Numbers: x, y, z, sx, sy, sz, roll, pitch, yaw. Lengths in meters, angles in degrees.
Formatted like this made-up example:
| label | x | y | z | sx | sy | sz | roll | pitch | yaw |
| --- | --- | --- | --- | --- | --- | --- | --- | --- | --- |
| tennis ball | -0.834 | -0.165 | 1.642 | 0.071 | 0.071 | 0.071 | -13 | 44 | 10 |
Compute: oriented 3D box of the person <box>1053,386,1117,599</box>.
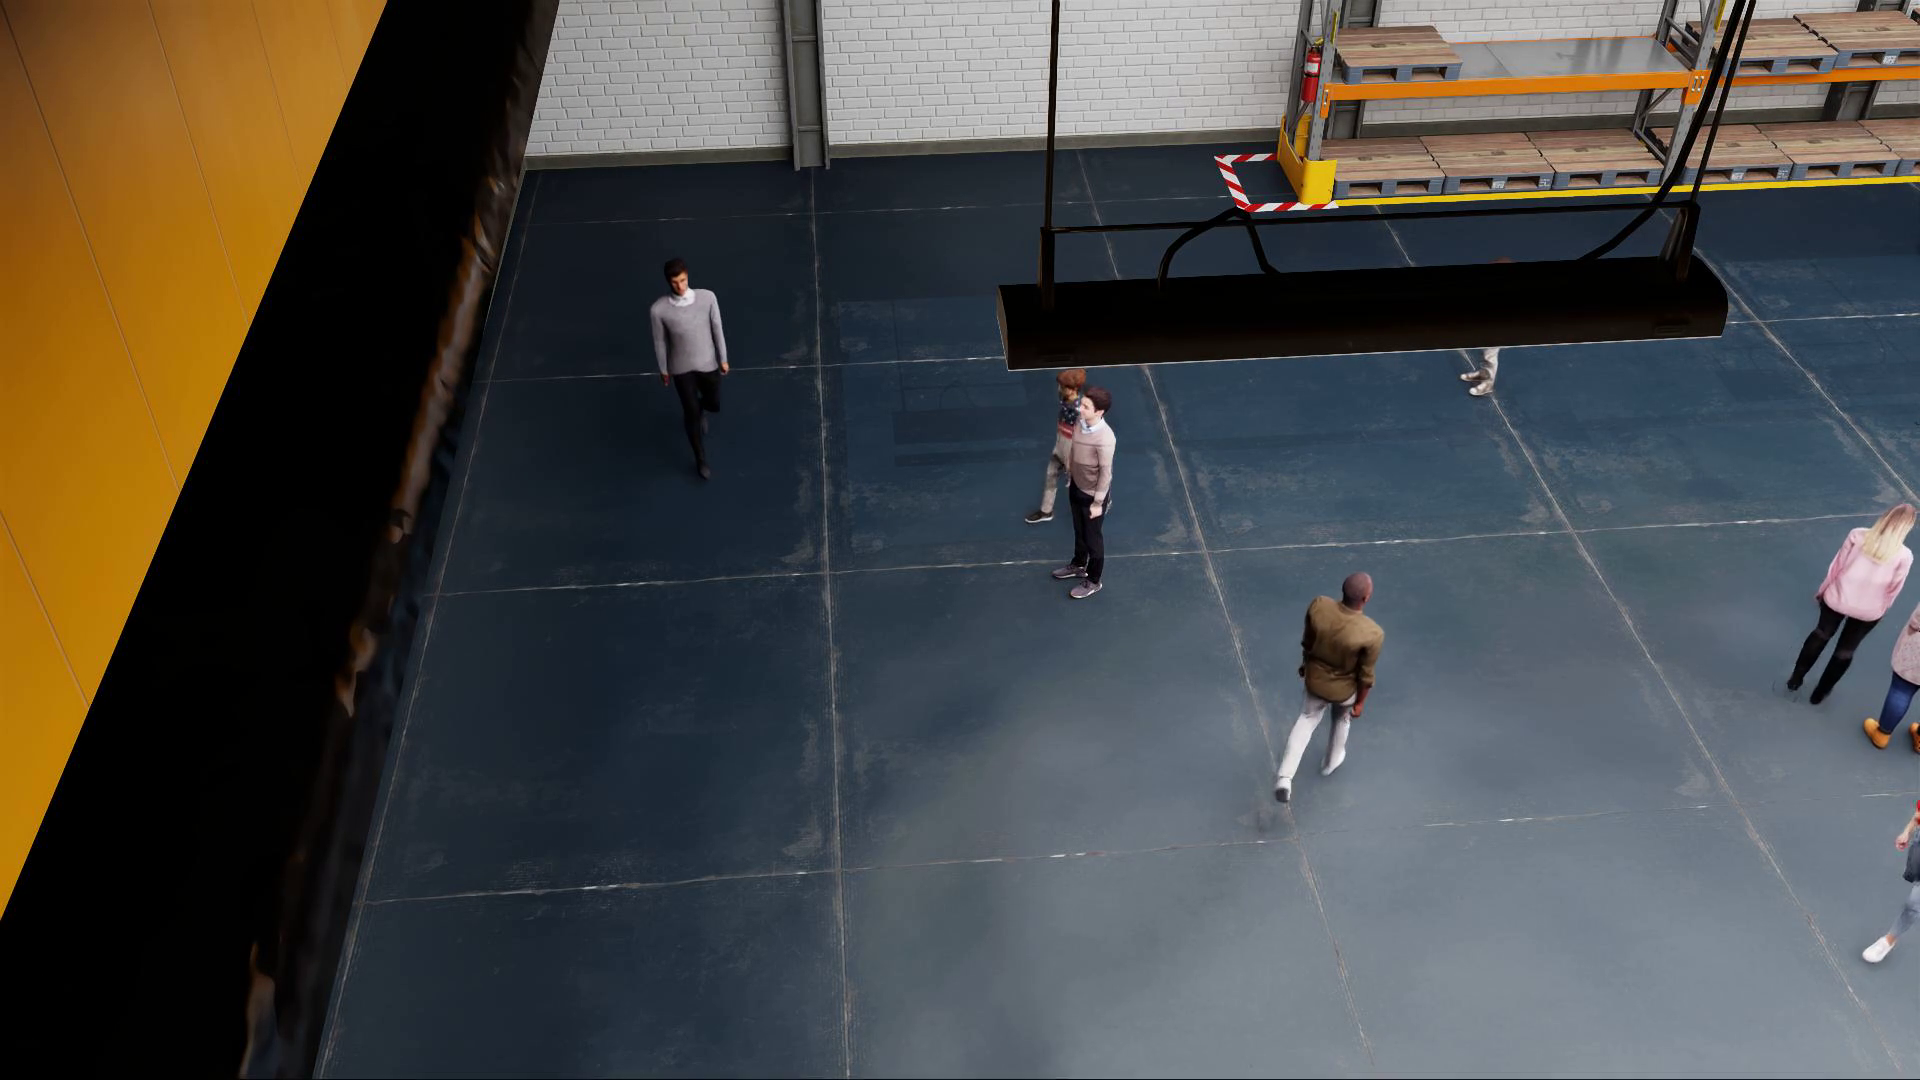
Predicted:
| label | x | y | z | sx | sy | sz | roll | pitch | yaw |
| --- | --- | --- | --- | --- | --- | --- | --- | --- | --- |
| person | 0.953 | -0.378 | 12.344 | 0.668 | 1.809 | 0.694 | -16 | 41 | -19 |

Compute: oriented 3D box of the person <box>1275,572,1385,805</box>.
| label | x | y | z | sx | sy | sz | roll | pitch | yaw |
| --- | --- | --- | --- | --- | --- | --- | --- | --- | --- |
| person | 2.347 | 0.967 | 10.676 | 1.108 | 1.791 | 1.133 | 24 | 45 | 27 |

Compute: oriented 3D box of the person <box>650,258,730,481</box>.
| label | x | y | z | sx | sy | sz | roll | pitch | yaw |
| --- | --- | --- | --- | --- | --- | --- | --- | --- | --- |
| person | -2.208 | -1.485 | 13.661 | 1.130 | 1.896 | 1.023 | -15 | 41 | -18 |

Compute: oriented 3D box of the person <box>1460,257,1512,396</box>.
| label | x | y | z | sx | sy | sz | roll | pitch | yaw |
| --- | --- | --- | --- | --- | --- | --- | --- | --- | --- |
| person | 4.690 | -1.904 | 14.660 | 0.465 | 1.305 | 0.475 | -3 | 39 | -4 |

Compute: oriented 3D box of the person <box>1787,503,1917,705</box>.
| label | x | y | z | sx | sy | sz | roll | pitch | yaw |
| --- | --- | --- | --- | --- | --- | --- | --- | --- | --- |
| person | 6.106 | 0.462 | 11.411 | 0.840 | 1.662 | 0.781 | -32 | 48 | -33 |

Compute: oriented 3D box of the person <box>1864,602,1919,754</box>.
| label | x | y | z | sx | sy | sz | roll | pitch | yaw |
| --- | --- | --- | --- | --- | --- | --- | --- | --- | --- |
| person | 6.516 | 0.710 | 11.037 | 0.641 | 1.741 | 0.803 | 5 | 39 | 6 |

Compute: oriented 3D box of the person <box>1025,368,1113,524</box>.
| label | x | y | z | sx | sy | sz | roll | pitch | yaw |
| --- | --- | --- | --- | --- | --- | --- | --- | --- | --- |
| person | 0.938 | -0.734 | 13.107 | 1.012 | 1.413 | 0.749 | -17 | 41 | -20 |

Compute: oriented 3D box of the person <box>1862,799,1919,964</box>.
| label | x | y | z | sx | sy | sz | roll | pitch | yaw |
| --- | --- | --- | --- | --- | --- | --- | --- | --- | --- |
| person | 5.801 | 1.779 | 9.743 | 1.093 | 1.685 | 0.843 | -18 | 42 | -21 |
